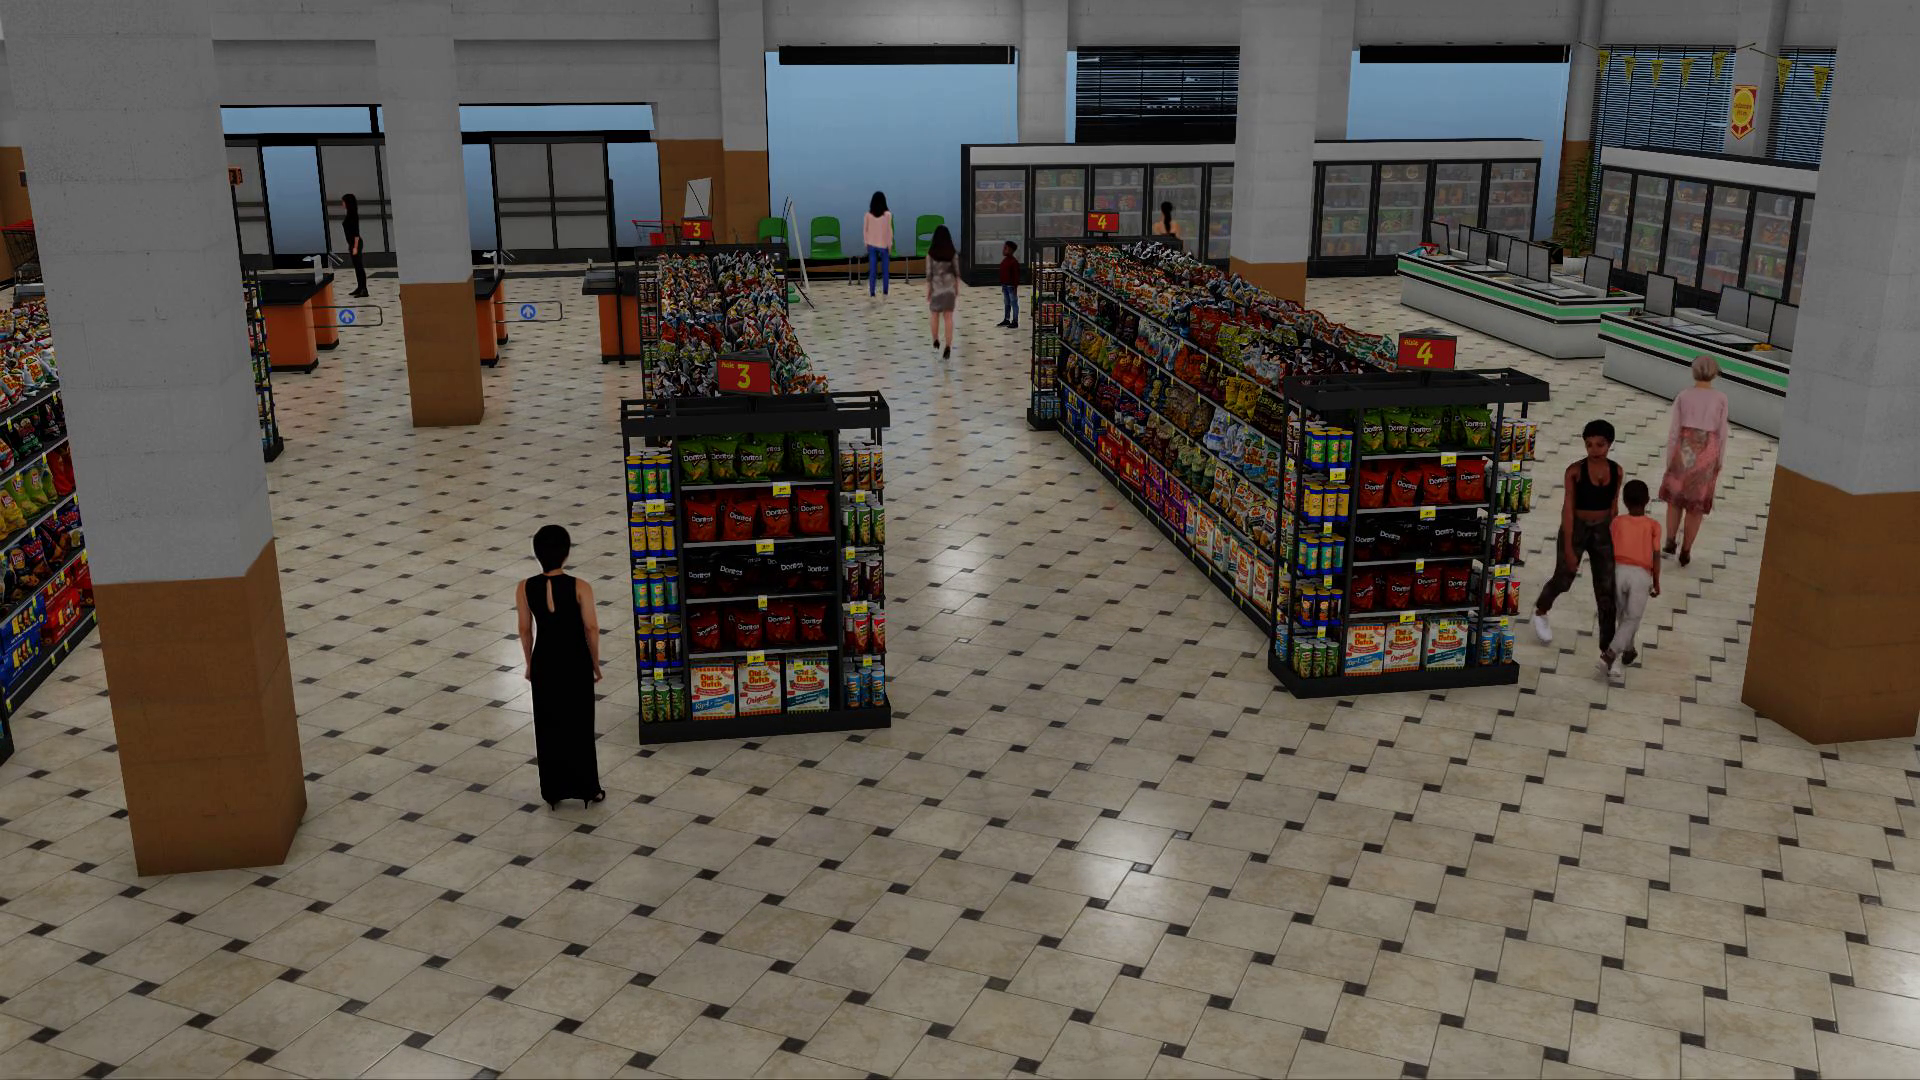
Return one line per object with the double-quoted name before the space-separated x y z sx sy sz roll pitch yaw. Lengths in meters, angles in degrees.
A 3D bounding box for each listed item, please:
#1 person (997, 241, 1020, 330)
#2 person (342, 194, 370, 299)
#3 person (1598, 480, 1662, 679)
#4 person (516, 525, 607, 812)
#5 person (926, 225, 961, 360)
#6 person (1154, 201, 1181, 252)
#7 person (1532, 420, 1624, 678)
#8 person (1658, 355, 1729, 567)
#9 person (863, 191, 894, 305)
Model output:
"person" 0.726 -3.687 23.984 0.628 1.253 0.519 -10 20 -31
"person" -9.758 -4.760 26.849 0.705 1.642 0.561 -10 20 -30
"person" 4.368 0.272 10.883 0.854 1.290 0.899 14 22 38
"person" -2.149 0.695 8.951 0.604 1.604 0.553 0 17 -1
"person" -0.203 -3.140 21.429 0.679 1.692 1.130 -1 17 -4
"person" 3.056 -4.155 24.707 0.584 1.730 0.556 -4 17 -14
"person" 4.130 0.010 11.122 0.678 1.652 1.196 -1 17 -4
"person" 5.791 -0.600 13.090 0.758 1.676 0.822 7 18 23
"person" -1.295 -4.495 25.838 0.902 1.723 1.220 3 17 9
